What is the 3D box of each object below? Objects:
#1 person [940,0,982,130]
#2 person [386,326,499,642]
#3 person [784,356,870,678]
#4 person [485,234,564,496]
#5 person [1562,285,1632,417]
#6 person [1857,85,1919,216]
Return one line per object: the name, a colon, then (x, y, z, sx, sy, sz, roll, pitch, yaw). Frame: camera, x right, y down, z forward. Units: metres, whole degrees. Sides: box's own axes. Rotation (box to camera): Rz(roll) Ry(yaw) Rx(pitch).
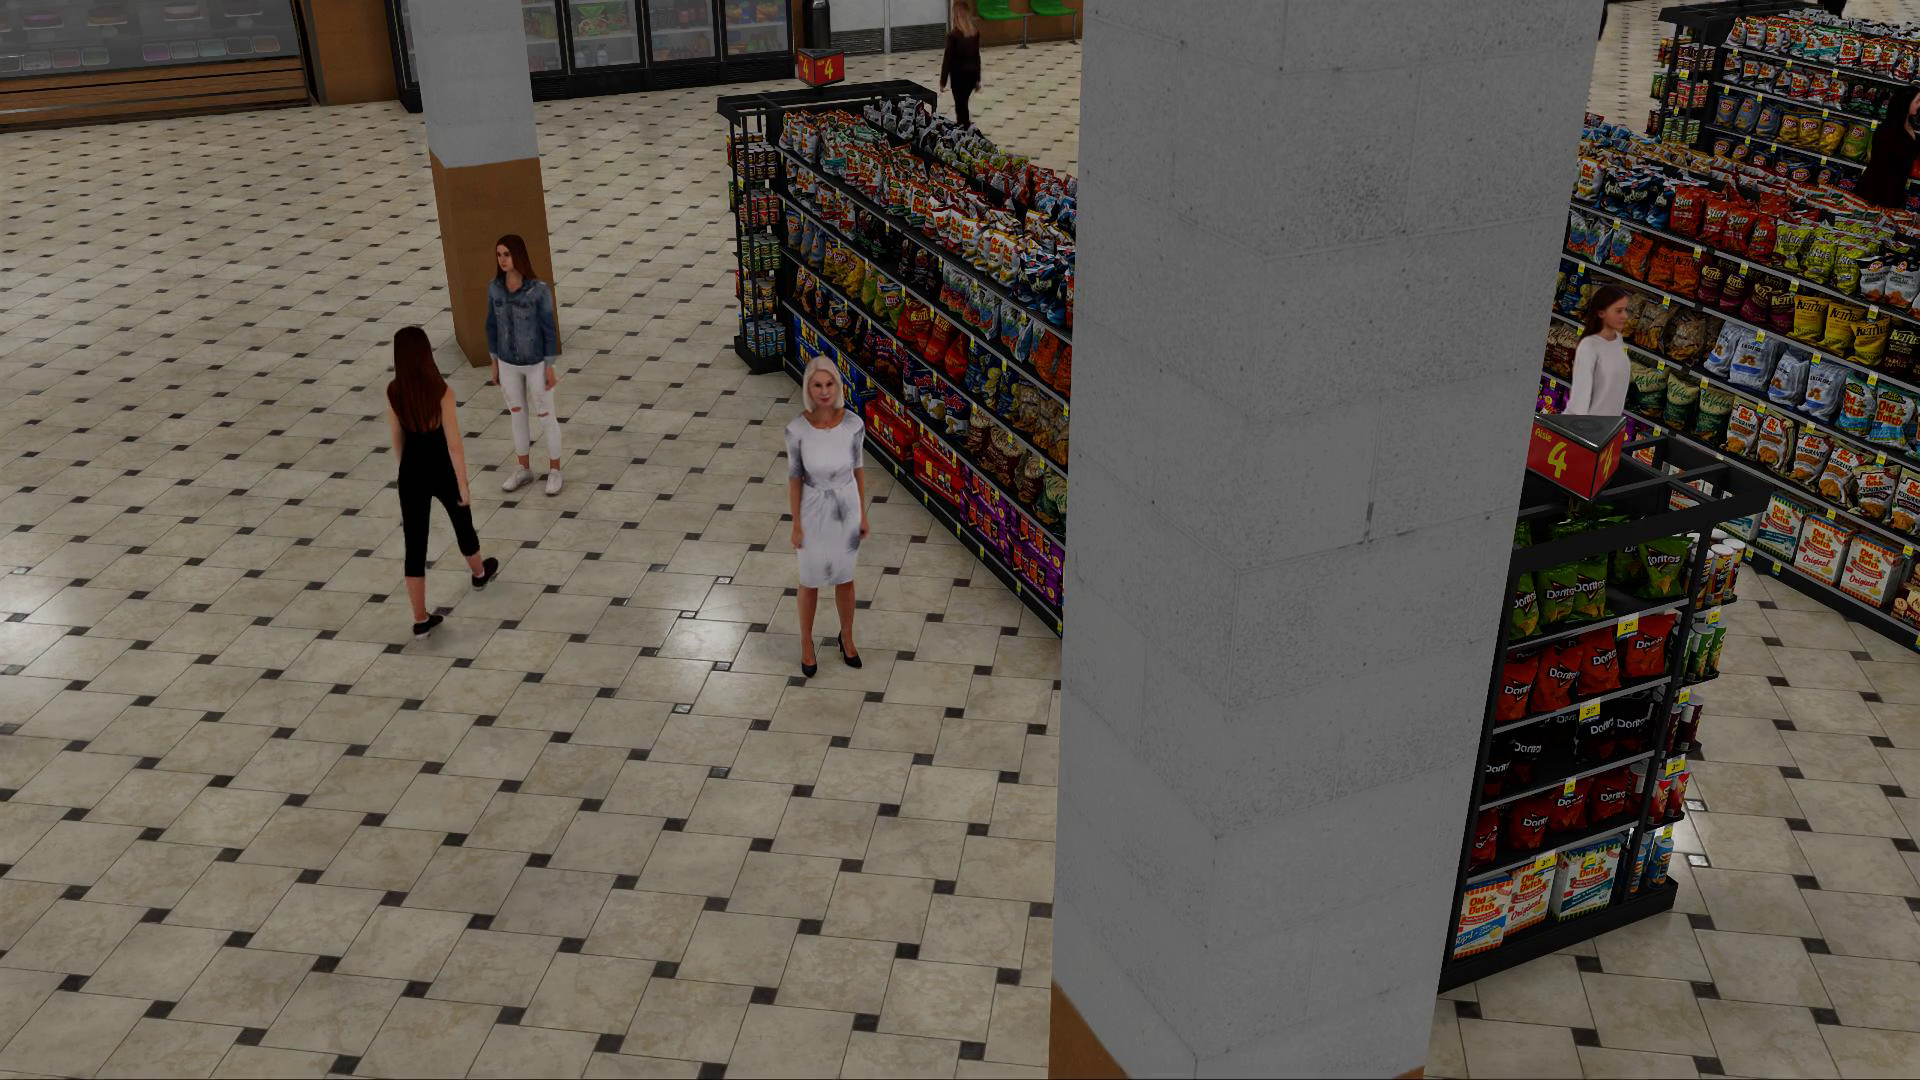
person: (0.090, -5.028, 18.287, 0.780, 1.689, 0.901, -24, 35, -39)
person: (-2.880, -0.269, 8.910, 0.998, 1.680, 1.192, 4, 27, 7)
person: (-0.682, -0.121, 8.543, 0.578, 1.750, 0.519, -10, 28, -18)
person: (-2.756, -1.119, 10.563, 0.688, 1.703, 0.715, 6, 27, 11)
person: (3.658, -0.670, 9.693, 0.654, 1.688, 0.674, 23, 35, 38)
person: (7.863, -3.002, 14.214, 0.746, 1.759, 0.754, 23, 35, 38)
